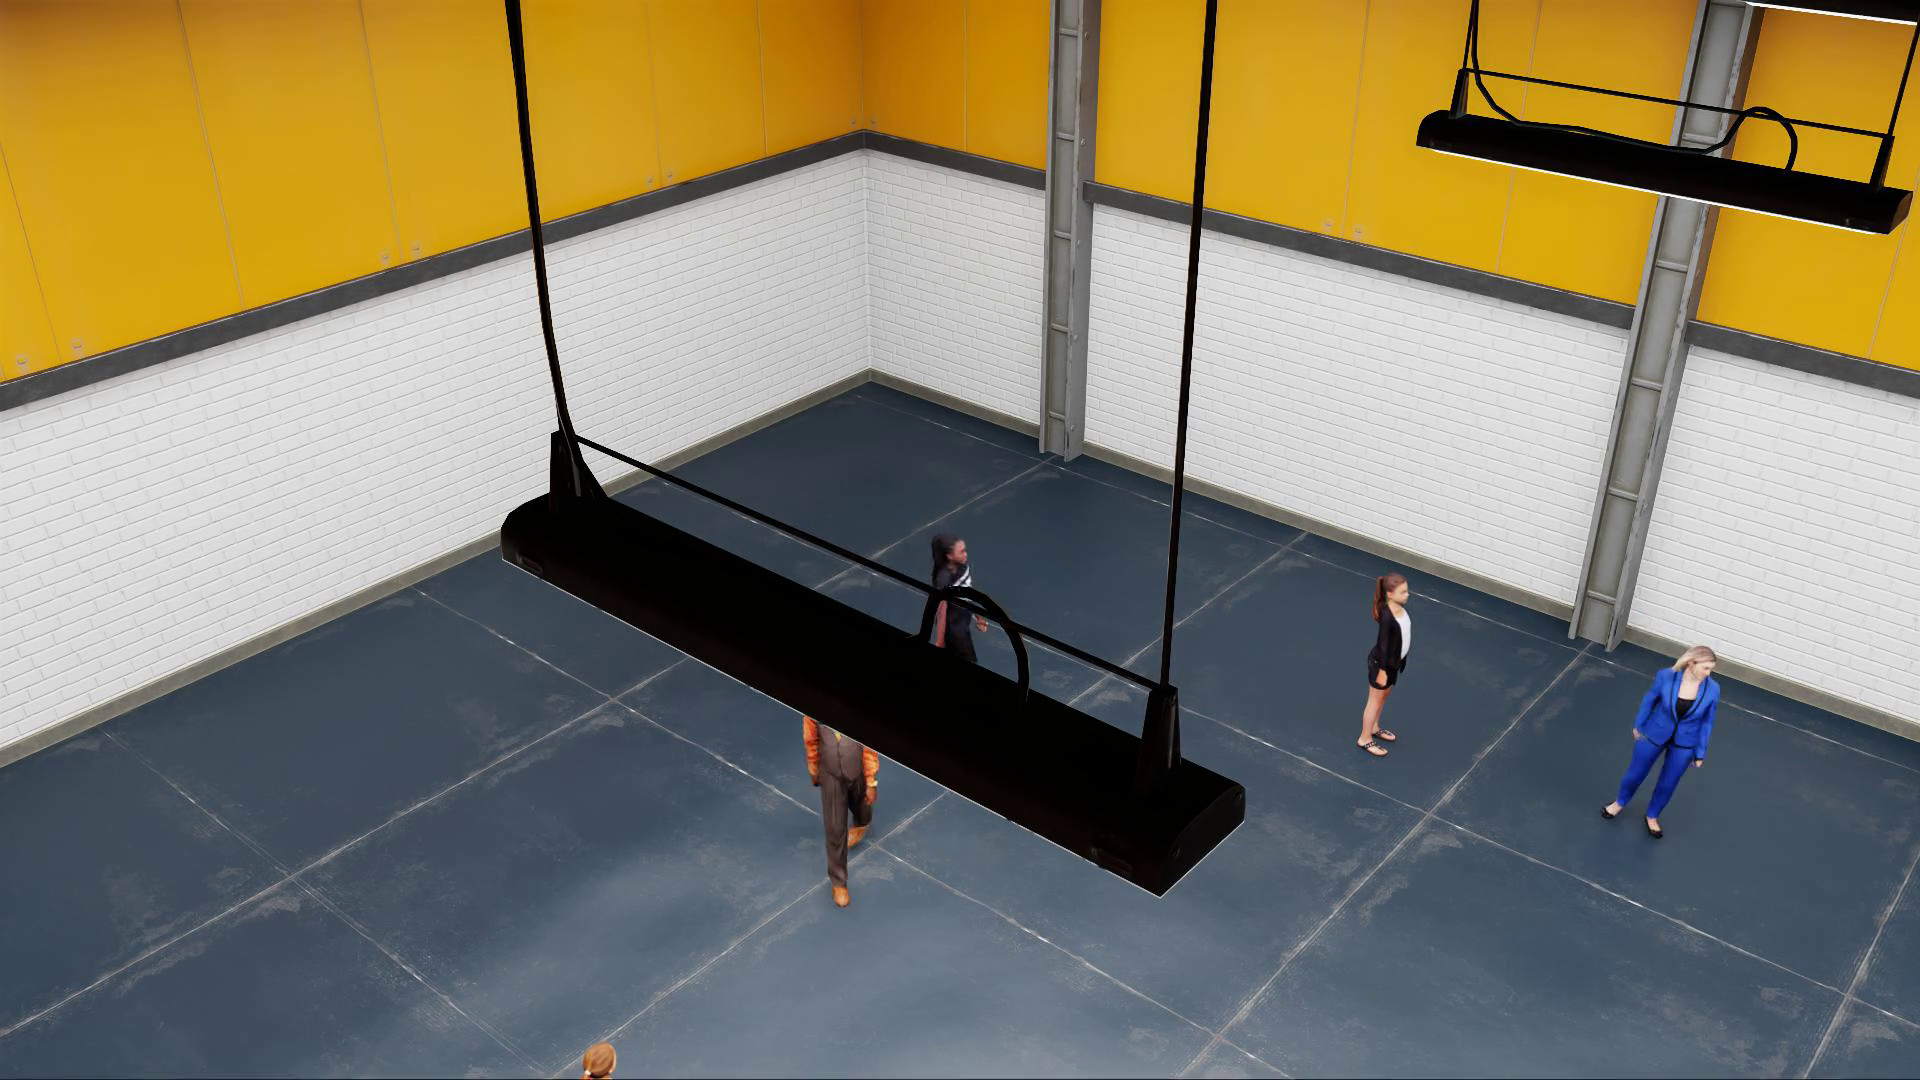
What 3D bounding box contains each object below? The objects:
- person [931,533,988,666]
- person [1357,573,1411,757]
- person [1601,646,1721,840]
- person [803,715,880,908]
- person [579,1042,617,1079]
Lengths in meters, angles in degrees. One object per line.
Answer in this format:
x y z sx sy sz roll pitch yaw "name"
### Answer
-0.123 0.708 13.491 1.236 1.685 0.930 8 30 14 "person"
3.370 0.950 13.182 0.577 1.555 0.563 17 33 28 "person"
5.154 1.440 12.164 0.714 1.670 0.886 20 34 32 "person"
-0.799 1.584 11.688 1.209 1.873 1.198 4 29 7 "person"
-1.927 3.283 9.161 0.511 1.311 0.606 11 31 20 "person"
